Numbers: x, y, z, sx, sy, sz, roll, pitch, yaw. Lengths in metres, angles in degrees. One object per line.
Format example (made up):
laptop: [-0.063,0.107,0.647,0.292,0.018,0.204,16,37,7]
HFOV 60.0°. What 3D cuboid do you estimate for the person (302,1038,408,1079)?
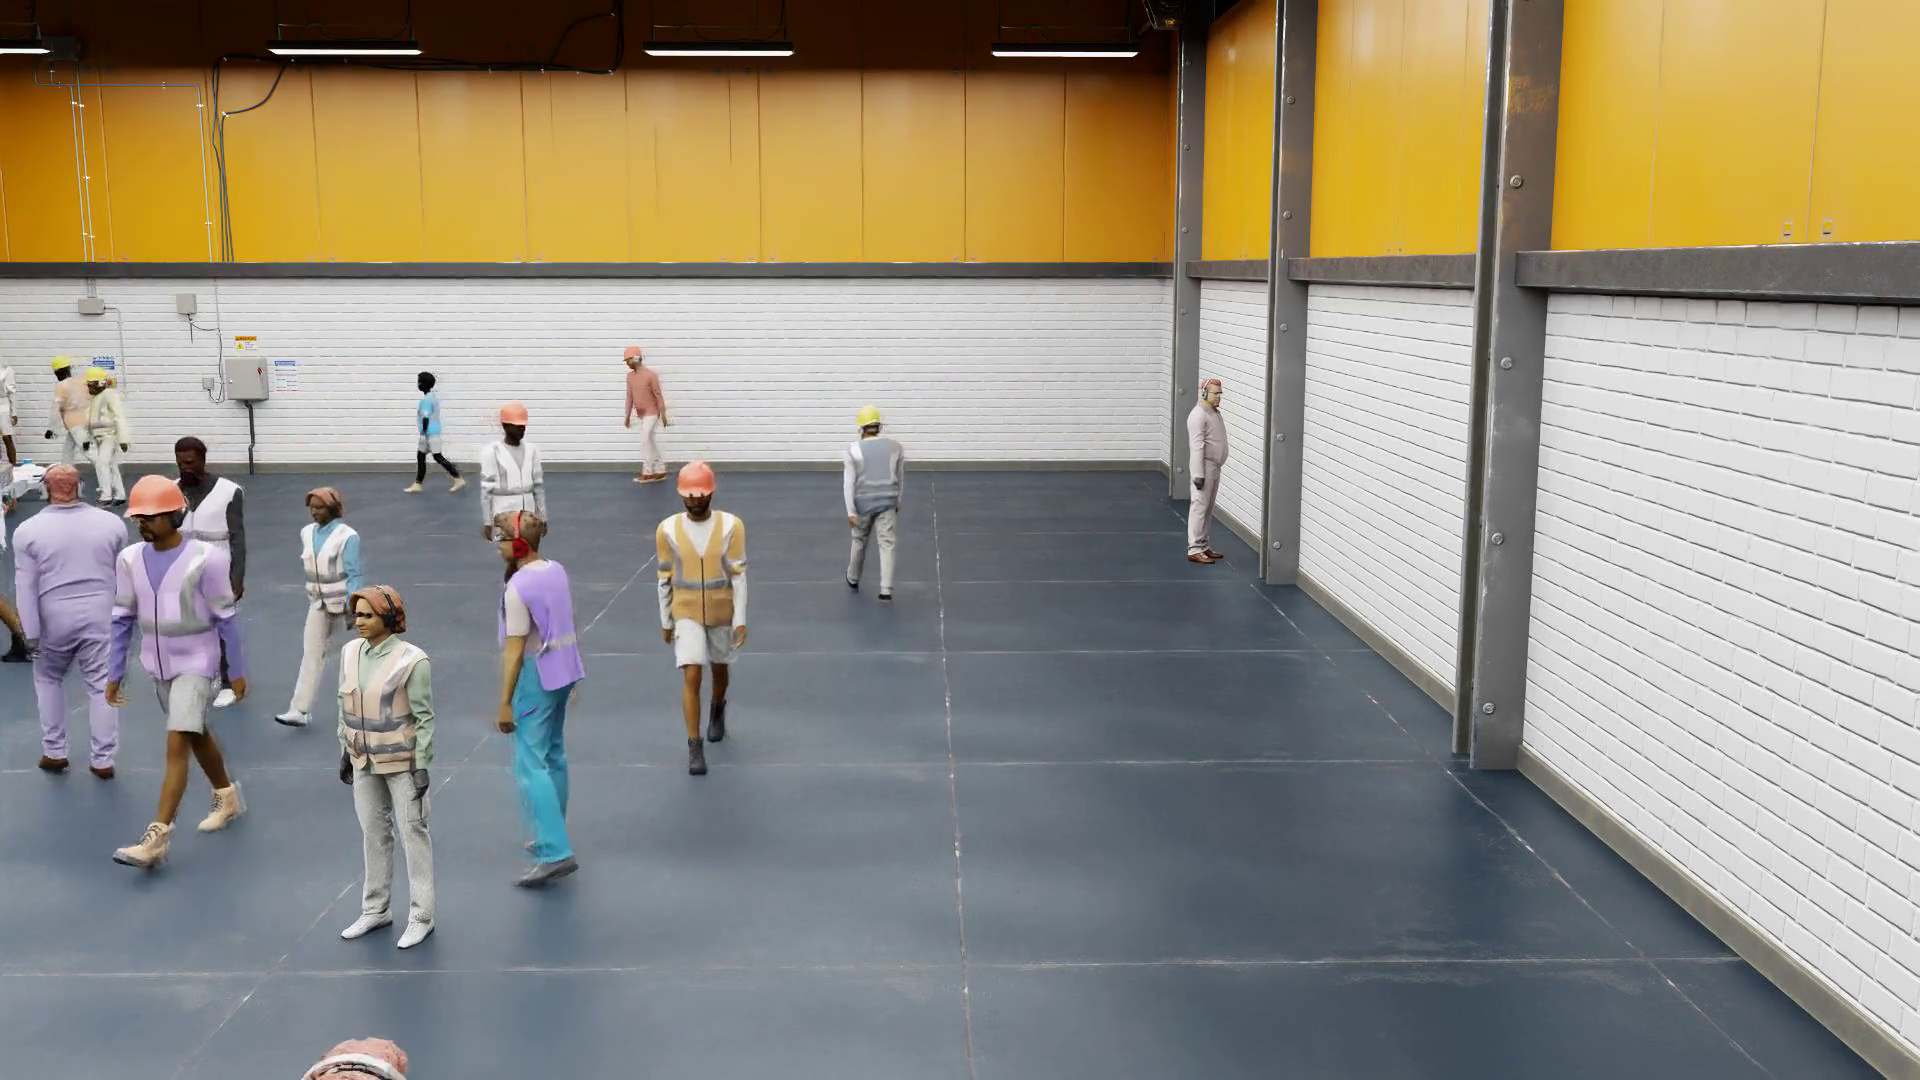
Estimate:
person: [-0.952,1.695,2.604,0.650,1.861,0.988,-2,9,-10]

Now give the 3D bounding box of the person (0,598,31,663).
person: [-7.623,0.039,12.707,1.017,1.886,0.546,1,9,6]

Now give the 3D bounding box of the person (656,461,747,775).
person: [-1.590,0.424,10.295,0.542,1.903,0.919,-1,9,-8]

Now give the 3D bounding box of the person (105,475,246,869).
person: [-4.088,0.653,8.601,0.632,1.980,1.062,2,10,14]

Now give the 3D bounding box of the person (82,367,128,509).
person: [-10.853,-1.277,20.960,0.625,1.808,0.678,7,11,36]

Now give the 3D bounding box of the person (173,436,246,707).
person: [-5.208,0.227,11.483,0.630,1.897,0.491,0,9,0]

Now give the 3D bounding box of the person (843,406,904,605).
person: [-0.809,-0.339,15.297,0.597,1.774,0.947,-3,10,-17]

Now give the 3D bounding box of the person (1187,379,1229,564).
person: [2.581,-0.719,17.251,0.401,1.904,0.649,4,10,25]

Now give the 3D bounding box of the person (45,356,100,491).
person: [-12.054,-1.583,22.709,1.020,1.866,0.604,-1,9,-4]

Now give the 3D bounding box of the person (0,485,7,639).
person: [-8.042,0.024,13.524,0.507,1.631,0.268,-6,11,-35]

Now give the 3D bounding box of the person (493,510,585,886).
person: [-2.081,0.756,8.401,0.453,1.846,0.763,2,9,11]

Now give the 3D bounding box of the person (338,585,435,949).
person: [-2.573,1.008,7.469,0.514,1.642,0.310,4,10,23]

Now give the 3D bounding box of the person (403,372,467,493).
person: [-7.103,-1.451,22.483,0.844,1.664,0.537,-2,9,-11]

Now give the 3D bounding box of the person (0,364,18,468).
person: [-13.723,-1.817,23.618,0.611,2.034,0.442,-2,10,-14]

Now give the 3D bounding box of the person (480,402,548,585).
person: [-3.707,-0.200,13.998,0.496,1.924,0.569,8,12,39]

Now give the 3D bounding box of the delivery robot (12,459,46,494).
delivery robot: [-12.124,-0.815,21.676,0.707,0.478,0.477,-5,10,-28]

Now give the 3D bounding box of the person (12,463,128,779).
person: [-5.330,0.477,9.990,0.642,1.882,0.742,-8,12,-40]

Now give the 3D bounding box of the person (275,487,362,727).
person: [-4.186,0.441,11.084,0.531,1.585,0.907,4,10,23]

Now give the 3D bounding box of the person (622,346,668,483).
person: [-4.477,-1.771,23.568,0.728,1.941,0.643,-9,13,-42]
